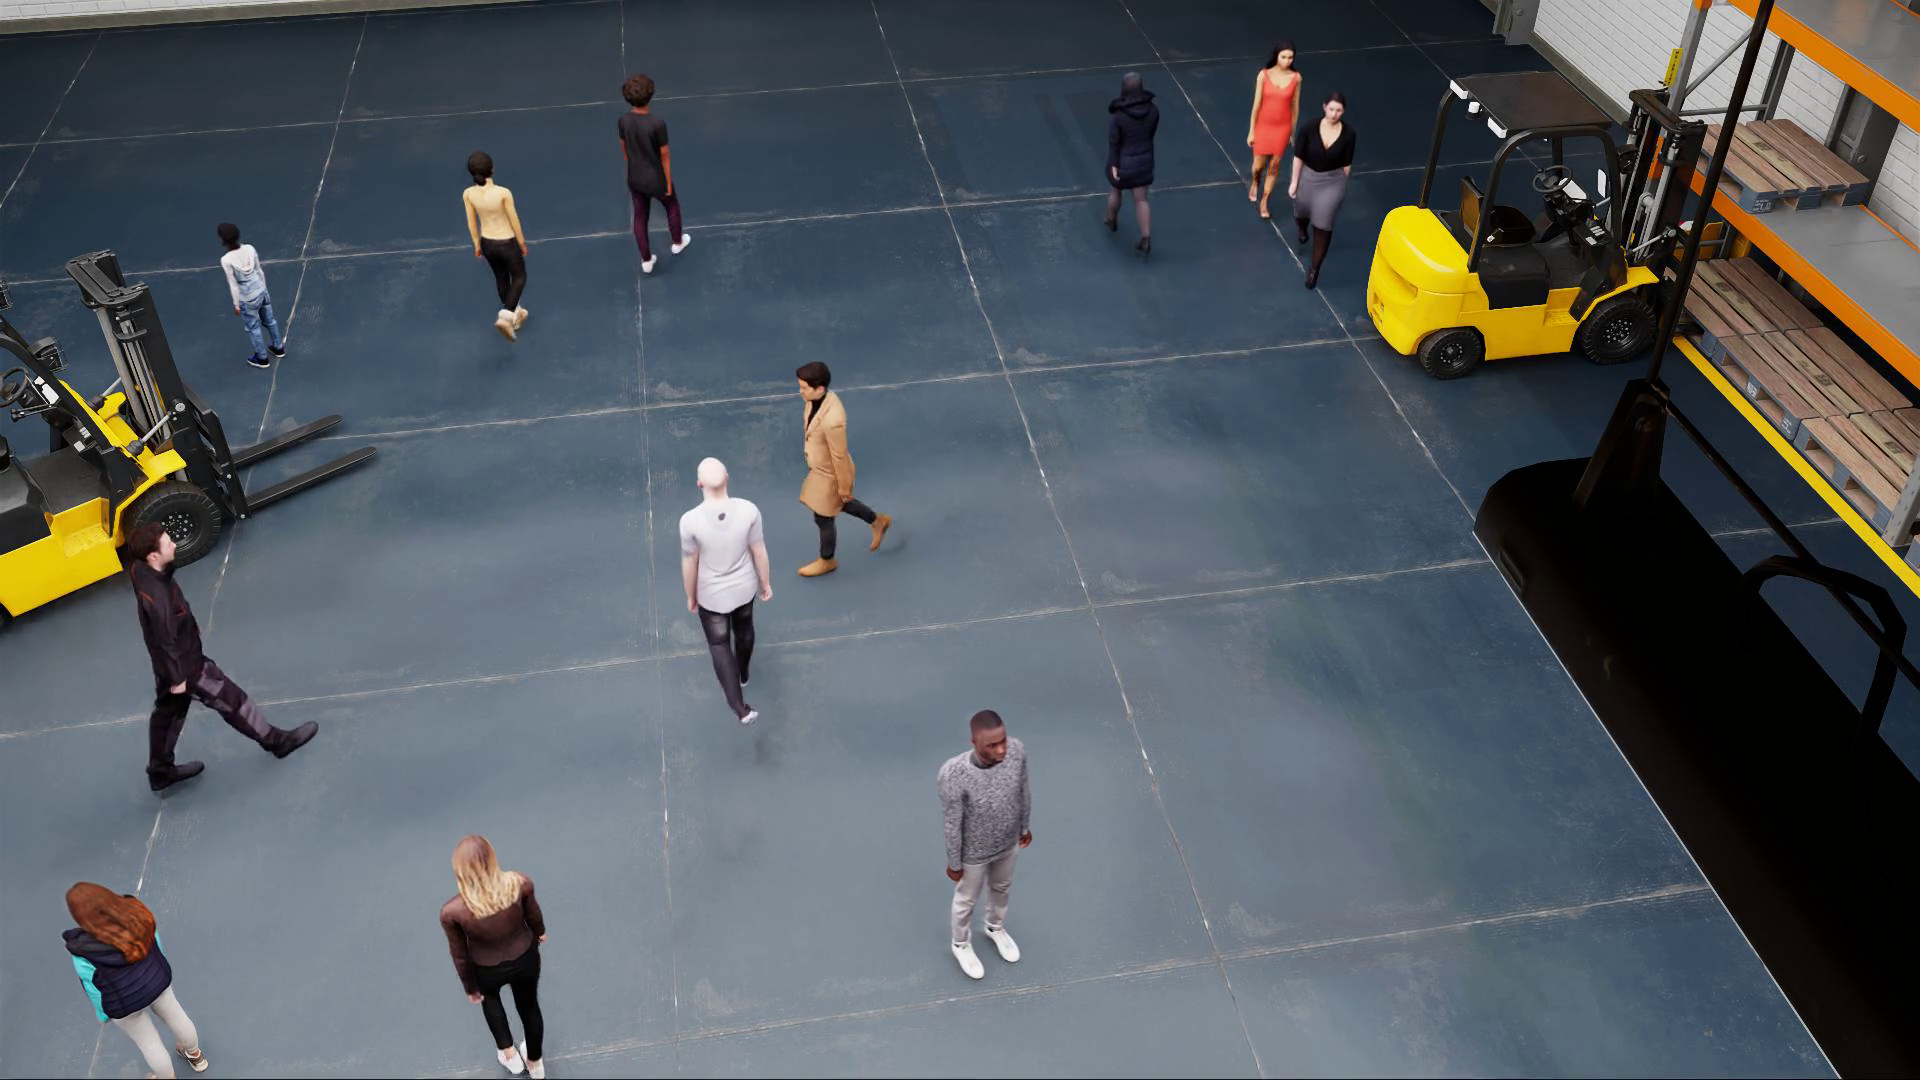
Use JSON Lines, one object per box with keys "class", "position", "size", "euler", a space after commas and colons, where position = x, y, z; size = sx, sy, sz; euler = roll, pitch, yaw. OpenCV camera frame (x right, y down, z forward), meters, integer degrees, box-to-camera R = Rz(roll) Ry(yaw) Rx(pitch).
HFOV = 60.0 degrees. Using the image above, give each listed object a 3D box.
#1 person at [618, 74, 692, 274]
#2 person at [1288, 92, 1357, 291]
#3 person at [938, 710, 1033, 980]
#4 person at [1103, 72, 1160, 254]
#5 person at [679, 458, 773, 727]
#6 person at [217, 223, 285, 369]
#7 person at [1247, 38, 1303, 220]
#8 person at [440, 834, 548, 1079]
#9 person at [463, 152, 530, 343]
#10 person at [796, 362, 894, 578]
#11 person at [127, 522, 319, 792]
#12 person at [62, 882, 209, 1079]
{"class": "person", "position": [-2.763, -3.164, 14.583], "size": [0.804, 1.757, 0.968], "euler": [6, 39, 7]}
{"class": "person", "position": [3.129, -3.120, 14.553], "size": [0.975, 1.725, 1.210], "euler": [11, 40, 13]}
{"class": "person", "position": [0.132, 1.543, 8.625], "size": [0.740, 1.835, 0.702], "euler": [-24, 44, -27]}
{"class": "person", "position": [1.579, -3.352, 14.914], "size": [0.768, 1.638, 1.123], "euler": [-12, 40, -15]}
{"class": "person", "position": [-1.397, 0.358, 10.133], "size": [0.827, 1.805, 1.153], "euler": [-11, 40, -14]}
{"class": "person", "position": [-5.778, -2.004, 13.528], "size": [0.629, 1.260, 0.566], "euler": [21, 43, 25]}
{"class": "person", "position": [2.897, -3.857, 15.489], "size": [0.672, 1.708, 0.735], "euler": [1, 39, 2]}
{"class": "person", "position": [-2.183, 2.097, 8.048], "size": [0.669, 1.691, 0.646], "euler": [-17, 42, -20]}
{"class": "person", "position": [-3.808, -2.394, 13.705], "size": [0.770, 1.649, 0.962], "euler": [5, 39, 6]}
{"class": "person", "position": [-0.804, -0.507, 11.298], "size": [0.832, 1.703, 0.956], "euler": [-14, 41, -17]}
{"class": "person", "position": [-4.569, 0.740, 9.609], "size": [1.137, 1.863, 1.264], "euler": [-26, 45, -28]}
{"class": "person", "position": [-4.017, 2.174, 8.102], "size": [0.747, 1.502, 0.678], "euler": [18, 42, 21]}
